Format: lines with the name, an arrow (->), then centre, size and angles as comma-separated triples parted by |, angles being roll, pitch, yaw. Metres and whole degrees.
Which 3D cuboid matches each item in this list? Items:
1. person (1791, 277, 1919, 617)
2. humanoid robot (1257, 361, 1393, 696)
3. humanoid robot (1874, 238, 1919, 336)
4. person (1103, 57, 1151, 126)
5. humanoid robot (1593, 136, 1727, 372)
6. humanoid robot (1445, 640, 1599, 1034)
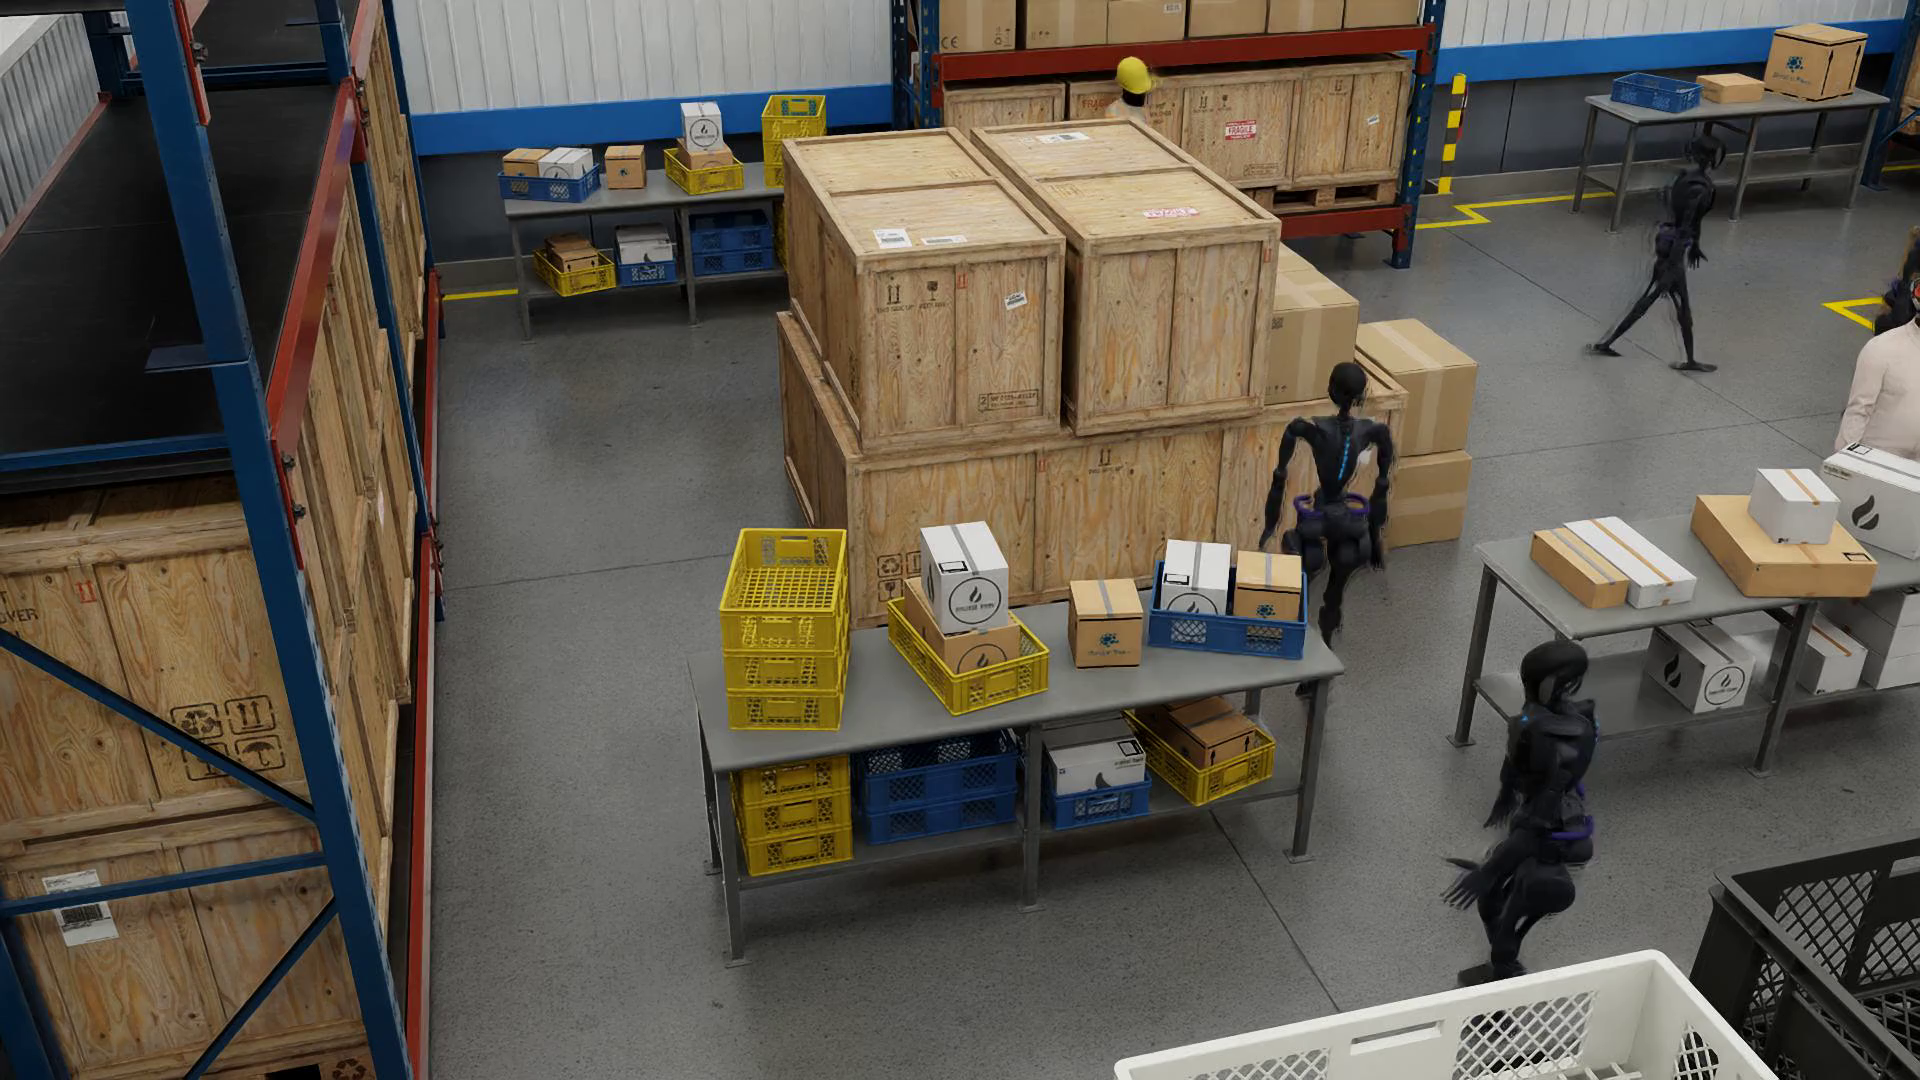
person -> 4.508, -0.396, 8.063 | 0.618, 1.987, 0.402 | -8, 30, -14
humanoid robot -> 1.700, -0.031, 7.704 | 0.611, 1.638, 0.482 | -1, 29, -1
humanoid robot -> 5.839, -1.385, 10.185 | 0.593, 1.625, 0.559 | -6, 29, -11
person -> 1.196, -2.575, 12.122 | 0.387, 1.886, 0.646 | 13, 31, 22
humanoid robot -> 4.822, -1.936, 11.249 | 0.817, 1.631, 0.601 | 9, 30, 16
humanoid robot -> 1.907, 1.028, 5.792 | 0.499, 1.644, 0.645 | 4, 29, 7
